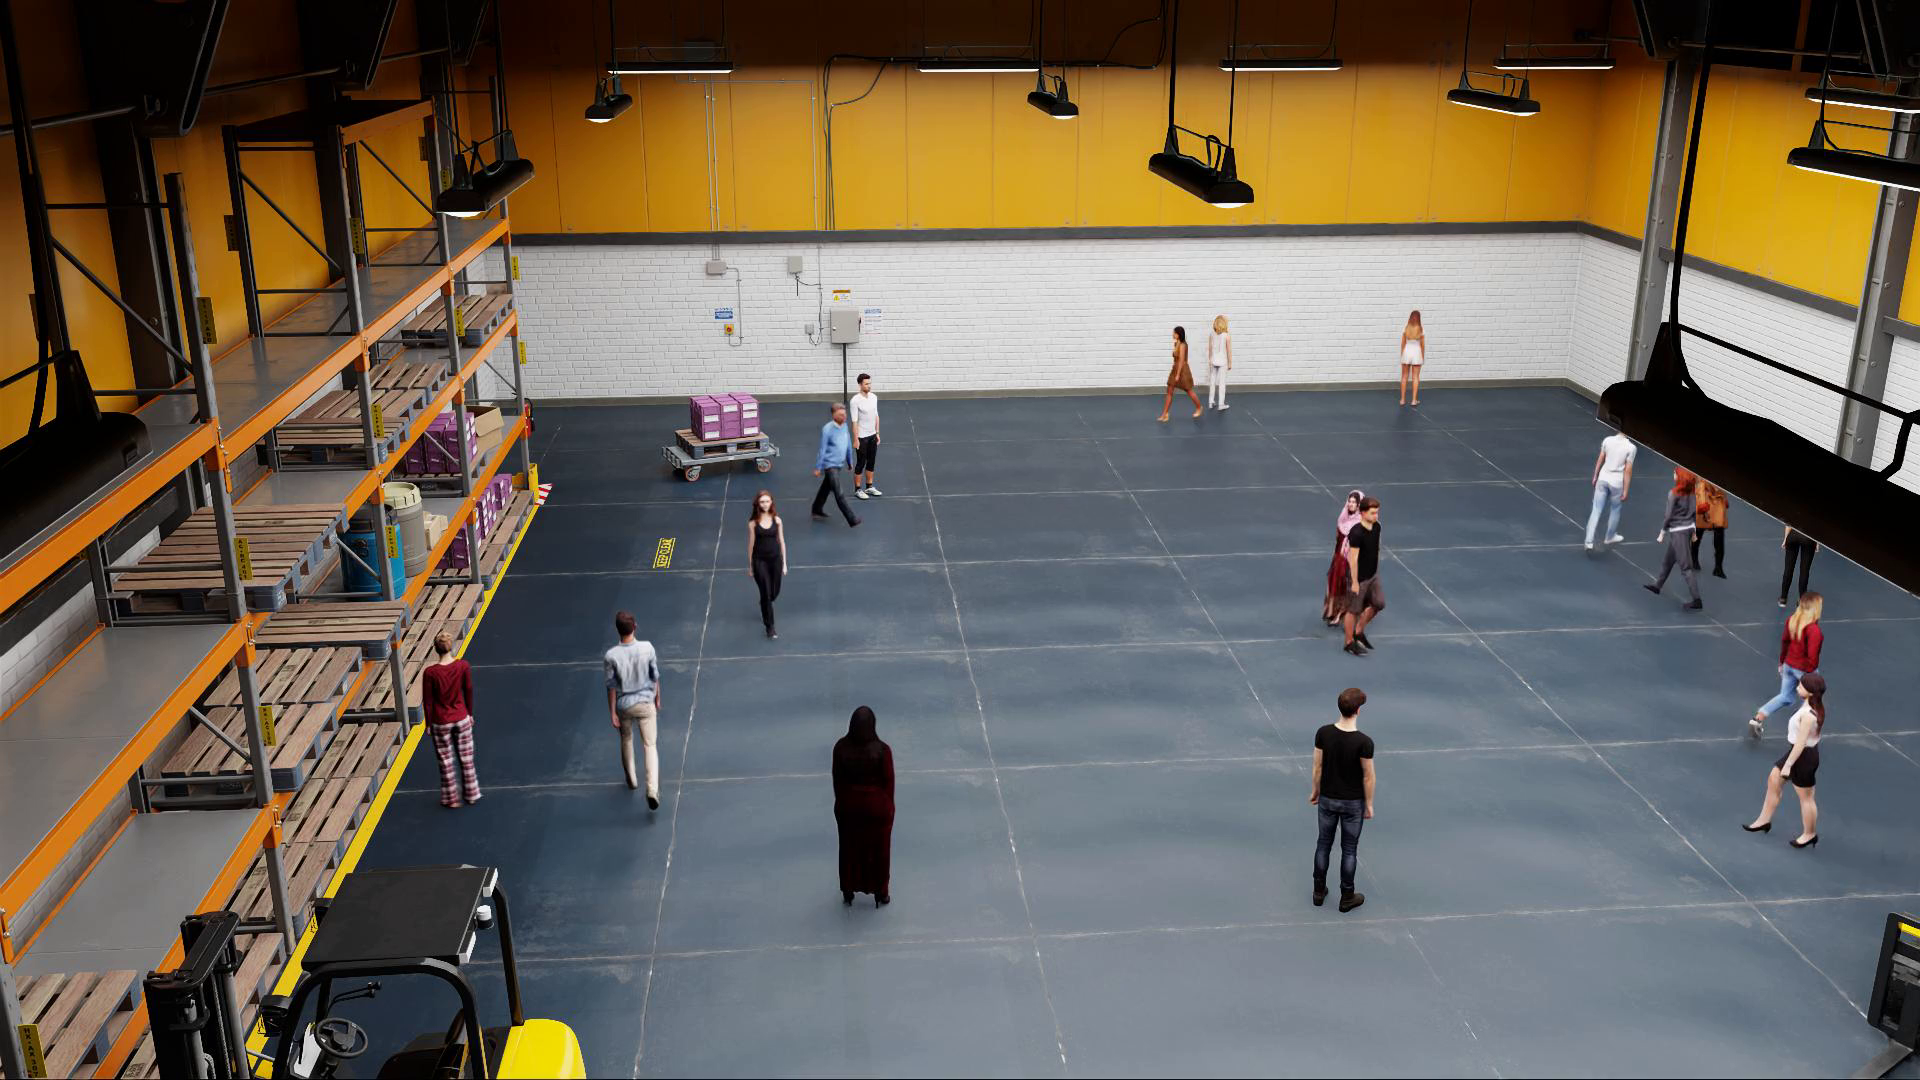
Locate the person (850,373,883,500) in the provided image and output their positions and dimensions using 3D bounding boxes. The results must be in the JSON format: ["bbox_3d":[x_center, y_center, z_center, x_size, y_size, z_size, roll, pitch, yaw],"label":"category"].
[{"bbox_3d":[-1.387,-1.536,24.304,0.793,1.848,0.736,16,24,39],"label":"person"}]

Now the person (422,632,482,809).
[{"bbox_3d":[-4.647,1.625,15.151,0.686,1.699,0.698,-14,23,-35],"label":"person"}]

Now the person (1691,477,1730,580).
[{"bbox_3d":[9.472,-0.402,21.174,0.698,1.696,0.967,-1,19,-3],"label":"person"}]

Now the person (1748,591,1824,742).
[{"bbox_3d":[8.168,1.284,16.297,0.777,1.613,0.966,-5,19,-15],"label":"person"}]

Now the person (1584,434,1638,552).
[{"bbox_3d":[8.523,-0.684,21.845,1.248,1.802,1.255,17,25,40],"label":"person"}]

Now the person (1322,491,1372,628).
[{"bbox_3d":[4.644,0.202,19.530,1.070,1.600,1.145,14,23,37],"label":"person"}]

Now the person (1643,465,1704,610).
[{"bbox_3d":[8.705,-0.008,19.959,0.935,1.725,1.200,-12,22,-31],"label":"person"}]

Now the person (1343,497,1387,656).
[{"bbox_3d":[4.434,0.373,18.632,0.812,1.851,0.842,-16,25,-40],"label":"person"}]

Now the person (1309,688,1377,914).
[{"bbox_3d":[3.084,2.092,13.455,0.769,1.896,0.784,11,21,29],"label":"person"}]

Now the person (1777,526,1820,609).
[{"bbox_3d":[10.128,0.014,20.024,0.634,1.641,0.671,11,22,30],"label":"person"}]

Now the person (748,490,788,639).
[{"bbox_3d":[-2.253,0.231,19.241,0.775,1.730,1.072,-7,20,-19],"label":"person"}]

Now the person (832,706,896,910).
[{"bbox_3d":[-0.777,2.161,13.469,0.732,1.757,0.699,4,19,10],"label":"person"}]

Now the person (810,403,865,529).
[{"bbox_3d":[-1.805,-1.032,22.988,1.272,1.733,1.308,9,21,25],"label":"person"}]

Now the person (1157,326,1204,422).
[{"bbox_3d":[3.859,-2.811,28.415,0.817,1.641,1.073,-6,20,-18],"label":"person"}]

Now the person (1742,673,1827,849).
[{"bbox_3d":[7.351,1.936,14.341,0.884,1.627,0.882,9,20,24],"label":"person"}]

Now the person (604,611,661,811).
[{"bbox_3d":[-2.943,1.561,15.155,0.759,1.818,1.193,-4,19,-13],"label":"person"}]

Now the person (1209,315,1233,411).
[{"bbox_3d":[4.571,-3.146,29.364,0.677,1.671,0.727,13,23,34],"label":"person"}]

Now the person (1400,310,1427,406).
[{"bbox_3d":[8.054,-3.256,29.652,0.657,1.695,0.678,8,20,22],"label":"person"}]
